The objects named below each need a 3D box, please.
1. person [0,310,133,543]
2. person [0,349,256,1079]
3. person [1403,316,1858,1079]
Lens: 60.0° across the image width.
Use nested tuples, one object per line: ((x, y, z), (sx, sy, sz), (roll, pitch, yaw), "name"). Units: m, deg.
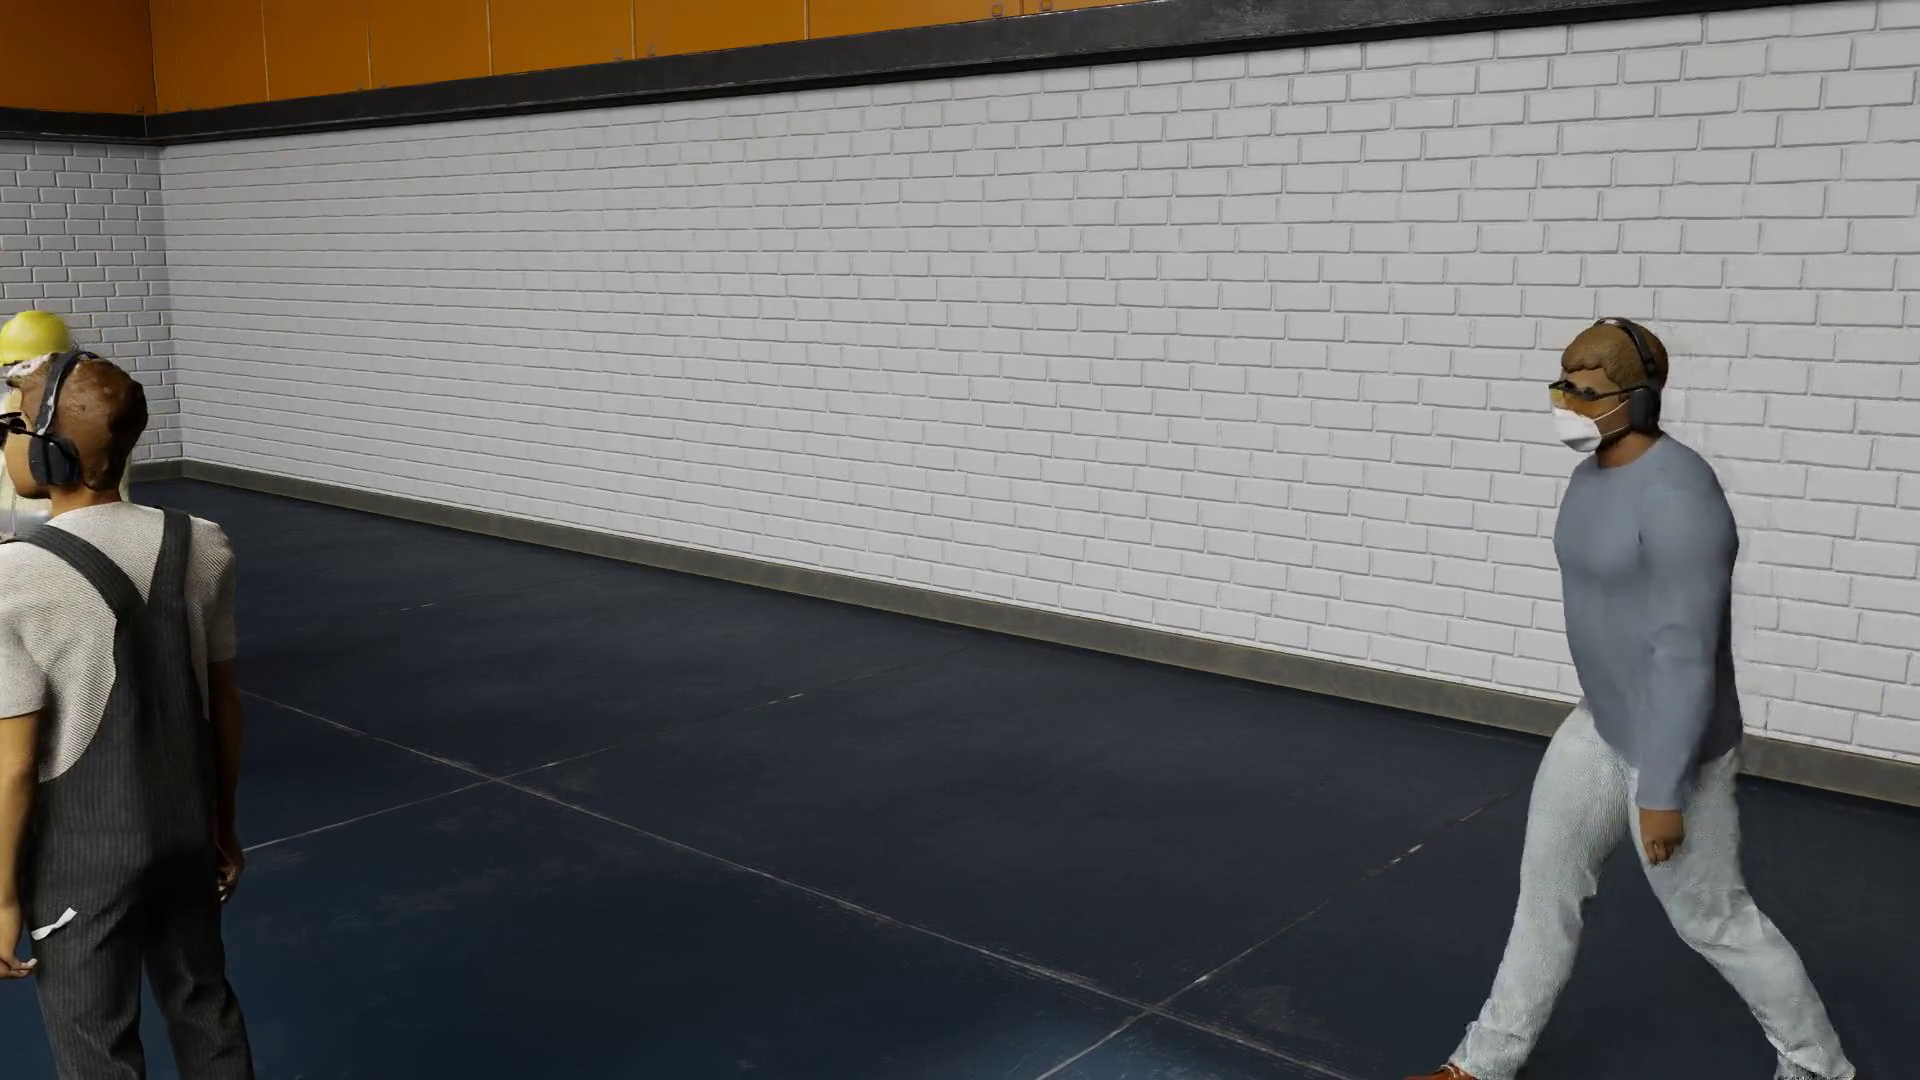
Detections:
((-3.279, 0.076, 6.024), (0.619, 1.803, 0.498), (1, 10, 5), "person")
((-1.541, 0.578, 3.045), (0.341, 1.846, 0.510), (5, 11, 27), "person")
((1.564, 0.450, 3.702), (1.034, 1.887, 0.673), (0, 10, -2), "person")
